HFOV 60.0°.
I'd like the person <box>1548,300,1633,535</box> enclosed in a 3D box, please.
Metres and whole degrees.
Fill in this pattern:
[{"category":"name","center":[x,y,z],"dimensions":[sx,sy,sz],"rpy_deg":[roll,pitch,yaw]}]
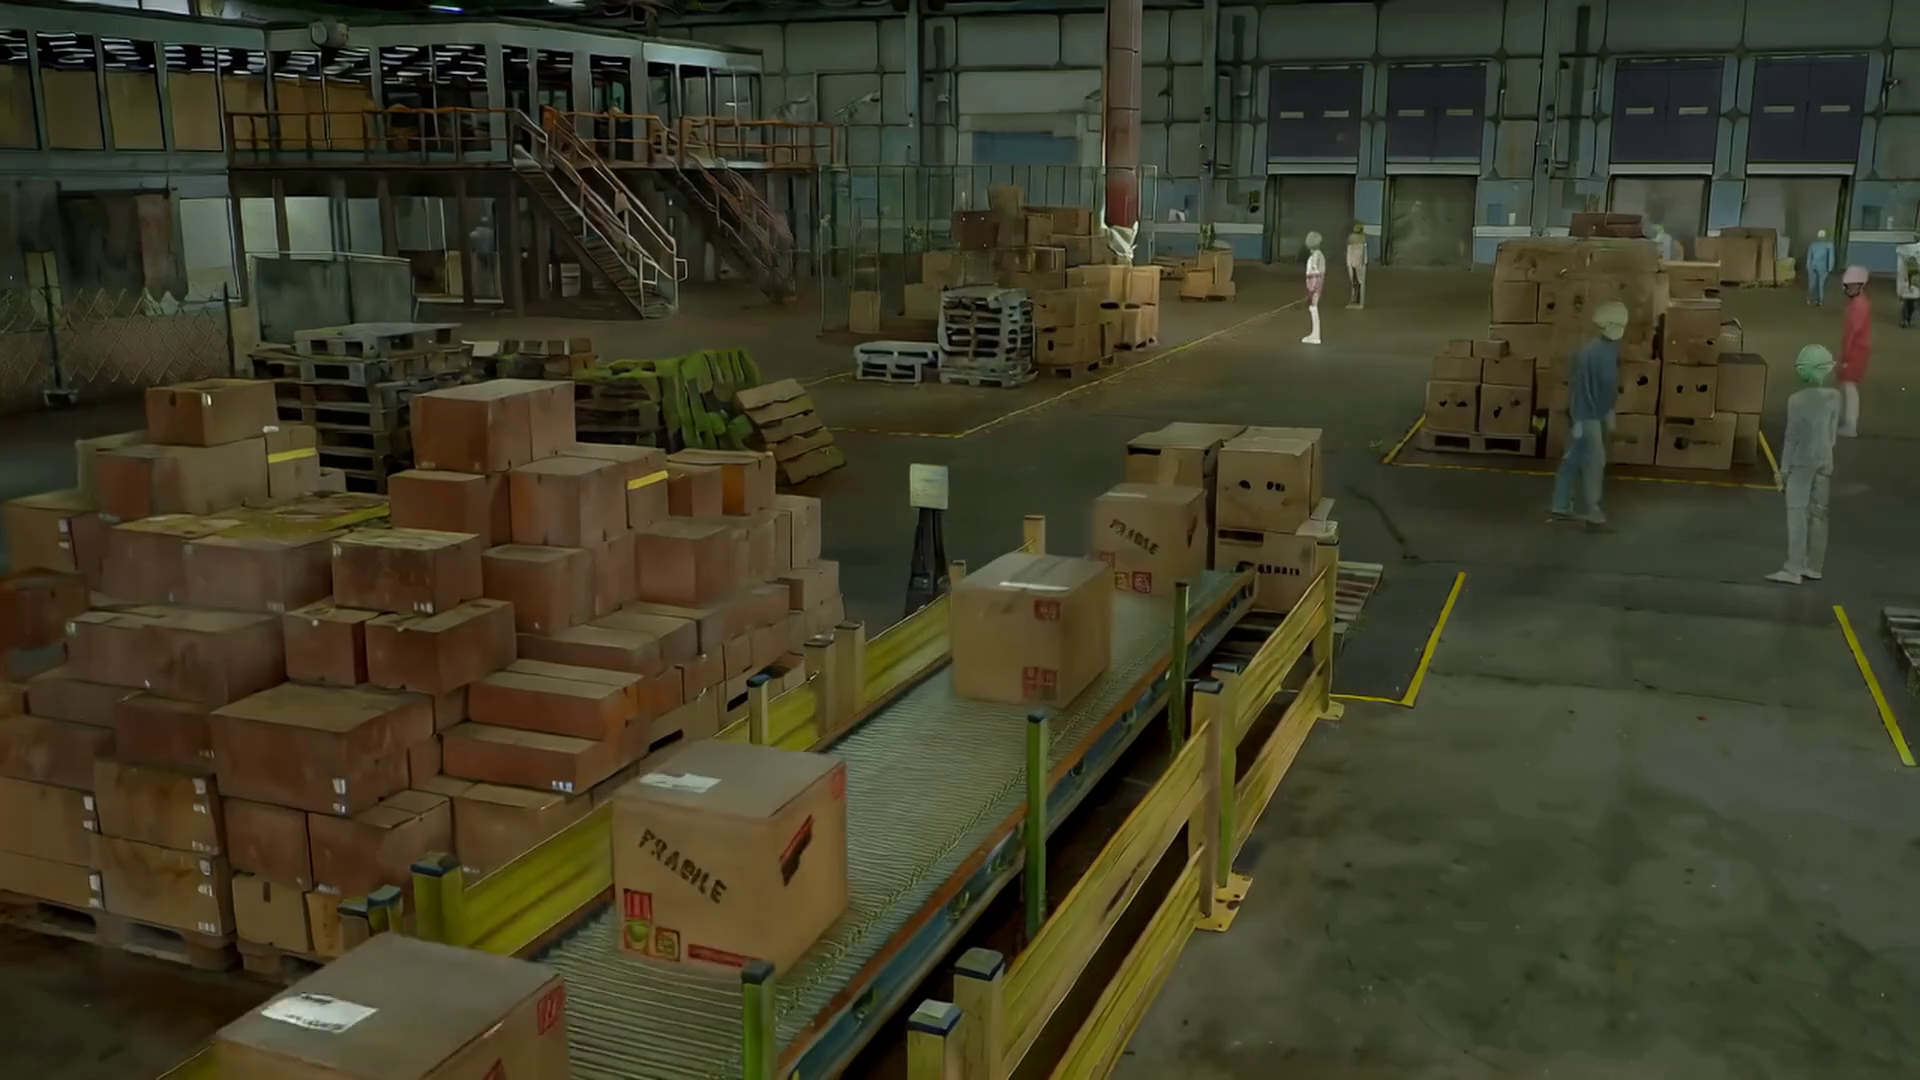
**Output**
[{"category":"person","center":[5.324,-1.041,13.979],"dimensions":[0.690,1.954,0.627],"rpy_deg":[9,15,35]}]

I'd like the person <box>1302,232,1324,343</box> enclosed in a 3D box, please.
[{"category":"person","center":[6.178,-4.419,29.141],"dimensions":[0.373,1.934,0.551],"rpy_deg":[3,13,11]}]

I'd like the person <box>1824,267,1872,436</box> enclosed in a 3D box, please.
[{"category":"person","center":[10.067,-2.134,18.917],"dimensions":[0.496,1.924,0.569],"rpy_deg":[5,13,21]}]

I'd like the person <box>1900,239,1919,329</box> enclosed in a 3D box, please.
[{"category":"person","center":[18.228,-4.886,31.780],"dimensions":[0.533,1.698,0.318],"rpy_deg":[-11,17,-40]}]

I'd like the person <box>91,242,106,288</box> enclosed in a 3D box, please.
[{"category":"person","center":[-20.757,-6.672,39.972],"dimensions":[0.495,1.617,0.590],"rpy_deg":[2,13,8]}]

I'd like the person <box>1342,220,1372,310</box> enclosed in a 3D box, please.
[{"category":"person","center":[8.596,-5.947,36.008],"dimensions":[0.372,1.933,0.627],"rpy_deg":[-8,15,-33]}]

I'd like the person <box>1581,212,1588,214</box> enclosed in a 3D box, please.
[{"category":"person","center":[15.741,-7.324,42.145],"dimensions":[0.389,1.946,0.614],"rpy_deg":[9,15,35]}]

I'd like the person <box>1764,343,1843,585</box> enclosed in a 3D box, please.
[{"category":"person","center":[6.194,-0.554,12.192],"dimensions":[0.523,1.769,0.320],"rpy_deg":[-6,14,-24]}]

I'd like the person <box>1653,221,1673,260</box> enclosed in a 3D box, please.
[{"category":"person","center":[16.575,-6.606,39.237],"dimensions":[0.793,1.815,0.631],"rpy_deg":[-1,13,-3]}]

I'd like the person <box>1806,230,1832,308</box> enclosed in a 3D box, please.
[{"category":"person","center":[18.942,-5.979,36.682],"dimensions":[0.499,1.697,0.886],"rpy_deg":[8,15,32]}]

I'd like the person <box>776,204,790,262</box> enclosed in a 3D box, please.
[{"category":"person","center":[-5.735,-10.134,54.884],"dimensions":[0.851,1.891,0.593],"rpy_deg":[3,13,12]}]
